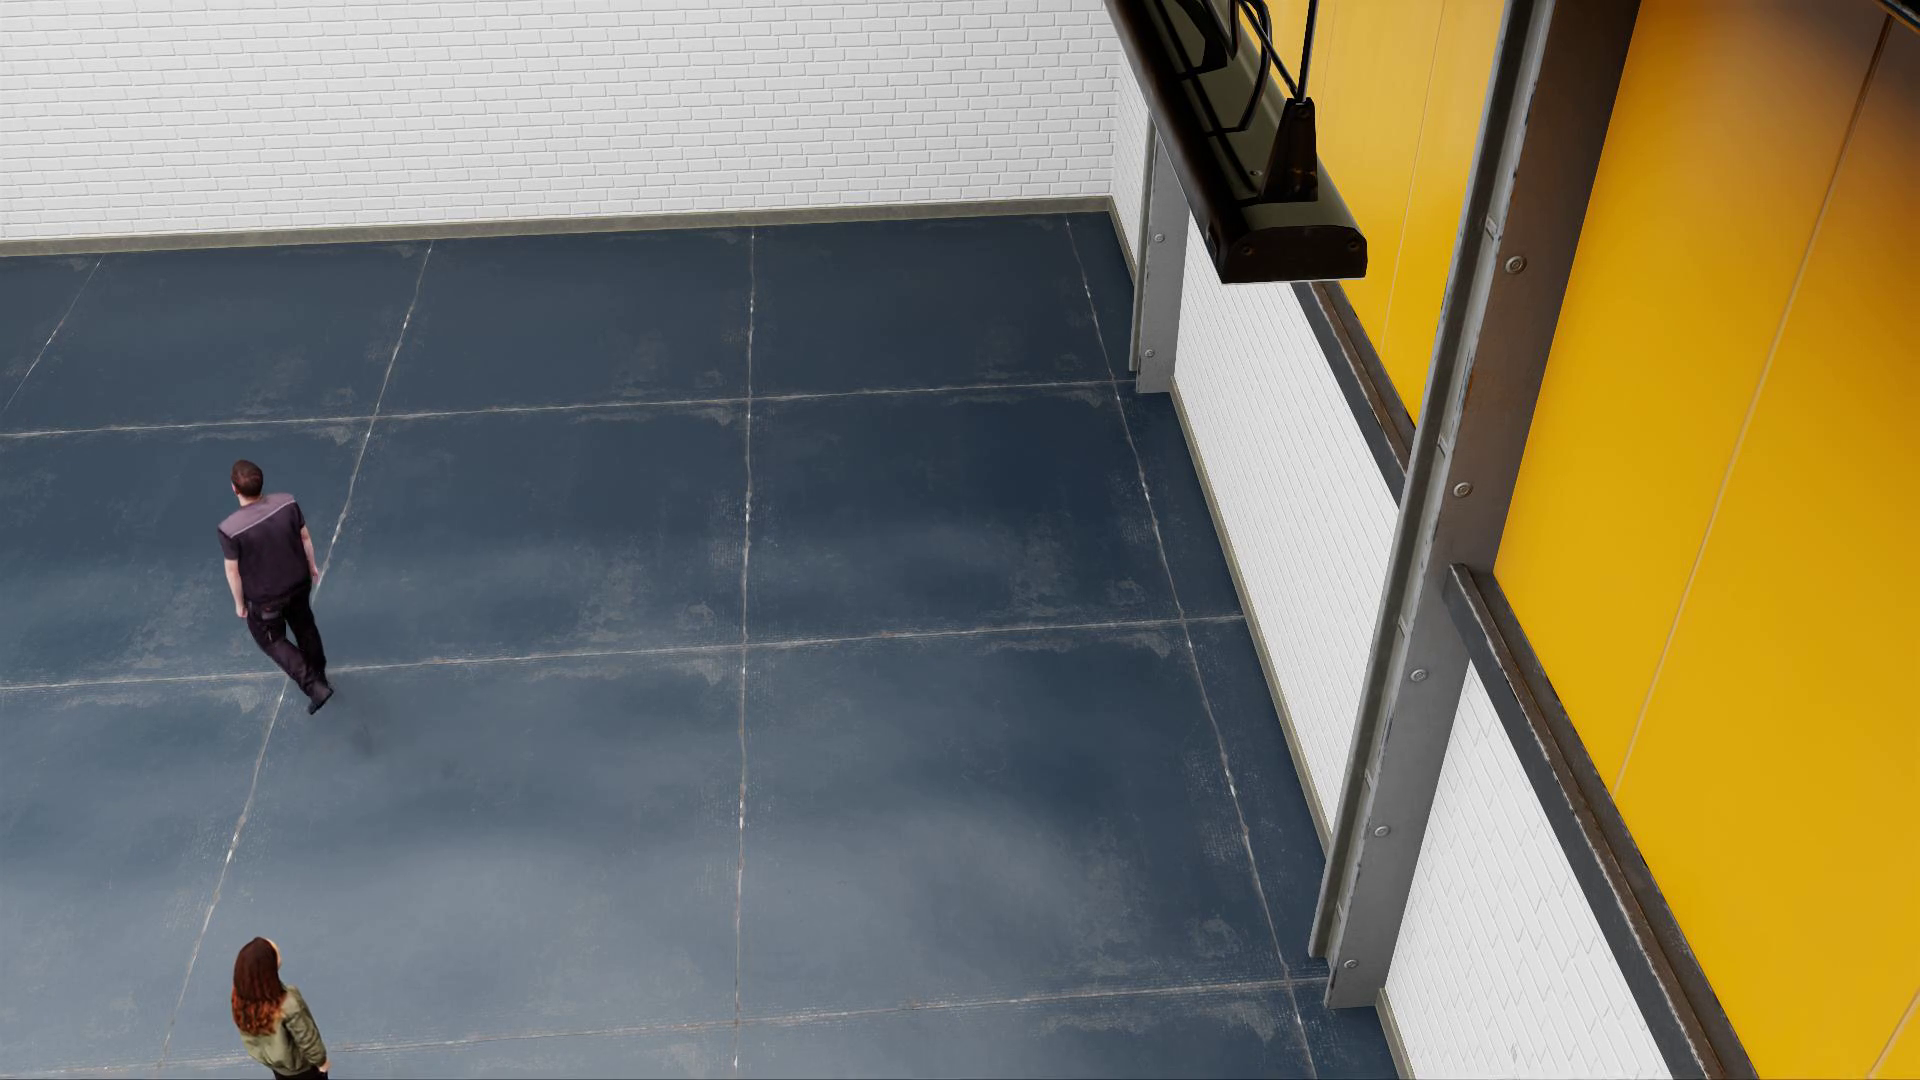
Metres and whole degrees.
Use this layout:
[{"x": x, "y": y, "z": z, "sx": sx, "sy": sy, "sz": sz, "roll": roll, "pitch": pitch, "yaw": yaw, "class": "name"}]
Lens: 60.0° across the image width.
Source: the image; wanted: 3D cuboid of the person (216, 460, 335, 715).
[{"x": -4.158, "y": 0.330, "z": 10.234, "sx": 1.058, "sy": 1.832, "sz": 1.000, "roll": 27, "pitch": 46, "yaw": 29, "class": "person"}]

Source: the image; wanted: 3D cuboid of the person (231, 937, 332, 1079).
[{"x": -3.184, "y": 2.431, "z": 7.890, "sx": 0.645, "sy": 1.473, "sz": 0.664, "roll": 19, "pitch": 42, "yaw": 22, "class": "person"}]
